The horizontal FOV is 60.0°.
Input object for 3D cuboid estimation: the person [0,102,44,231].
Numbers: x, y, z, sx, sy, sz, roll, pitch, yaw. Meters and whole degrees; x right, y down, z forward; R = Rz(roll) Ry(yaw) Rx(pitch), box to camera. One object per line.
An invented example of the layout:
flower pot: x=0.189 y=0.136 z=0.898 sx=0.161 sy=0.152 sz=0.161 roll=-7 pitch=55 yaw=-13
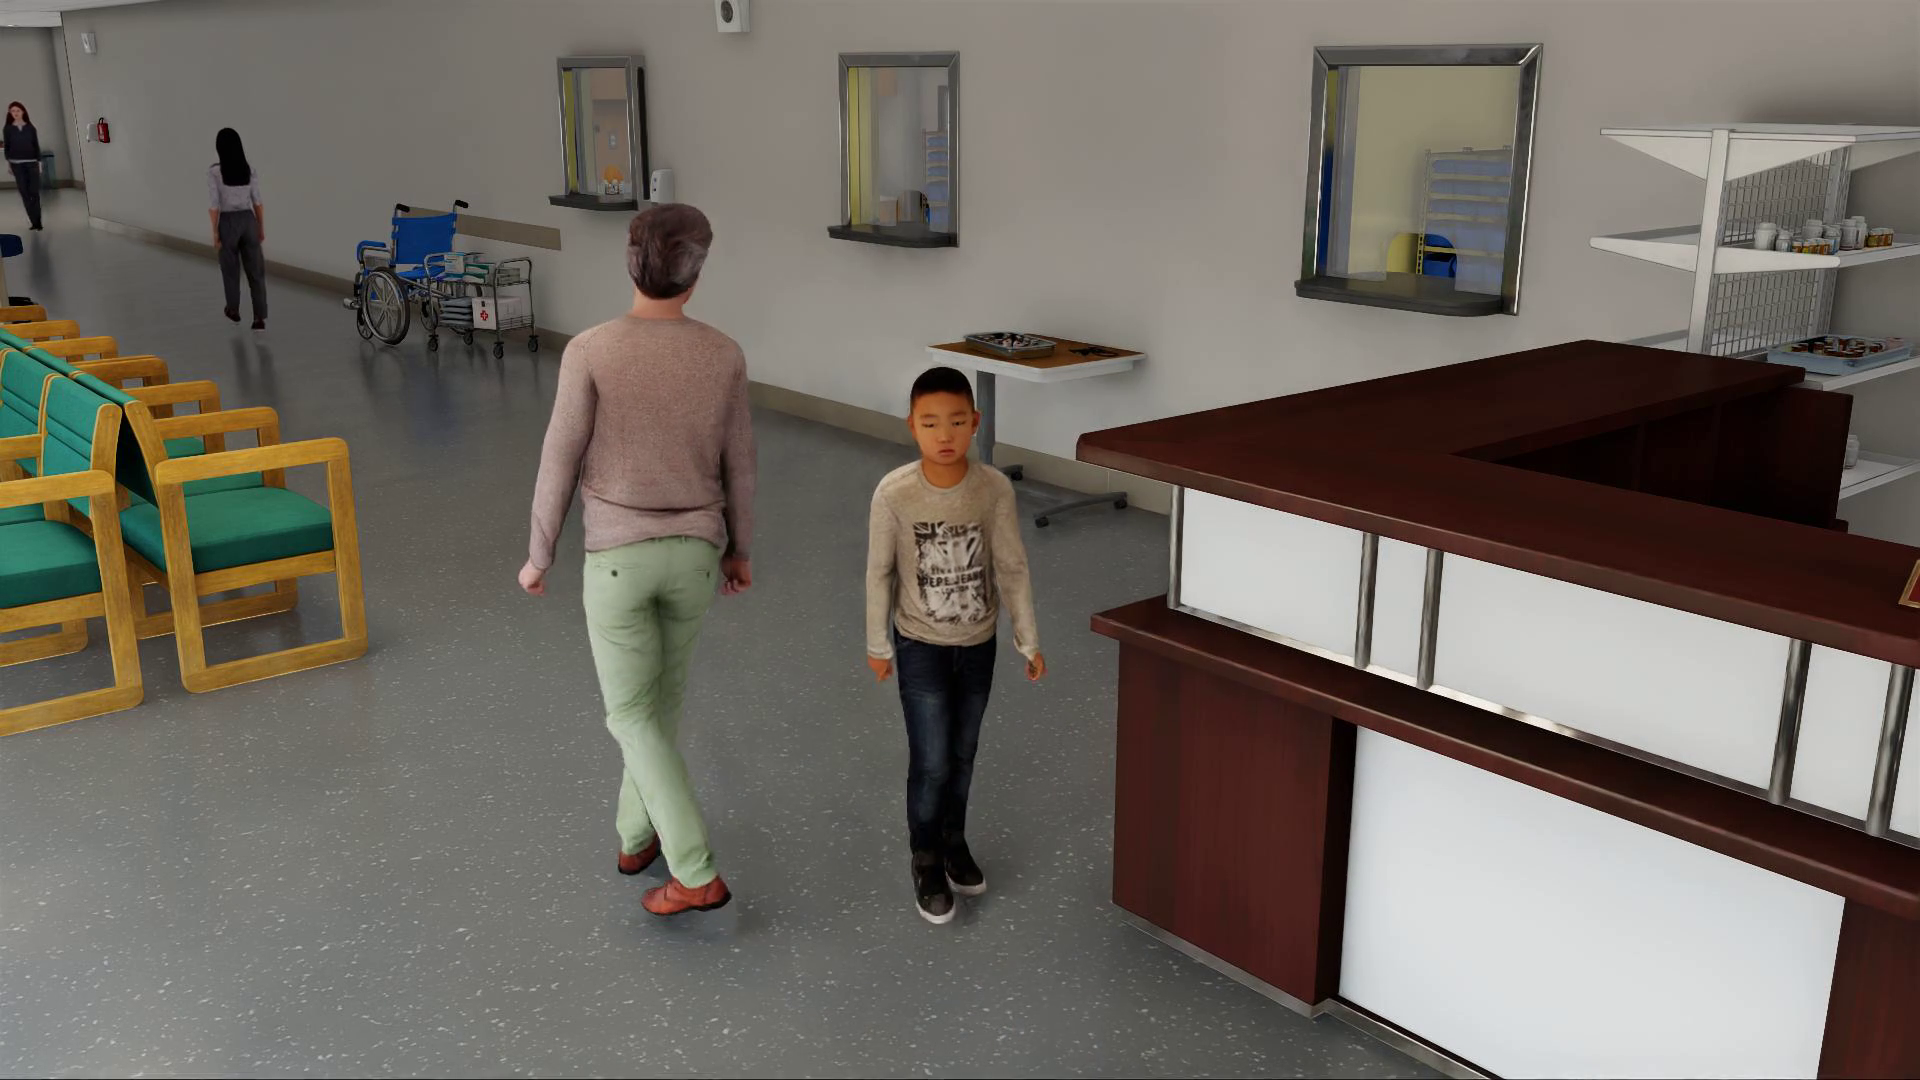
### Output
person: x=-13.052 y=-5.195 z=23.227 sx=0.929 sy=1.750 sz=0.825 roll=-6 pitch=17 yaw=-19

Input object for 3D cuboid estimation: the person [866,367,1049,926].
person: x=-0.063 y=0.252 z=4.457 sx=0.617 sy=1.450 sz=0.710 roll=-7 pitch=17 yaw=-23

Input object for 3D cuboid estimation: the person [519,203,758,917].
person: x=-0.752 y=0.100 z=4.260 sx=0.893 sy=1.851 sz=0.896 roll=-12 pitch=20 yaw=-37

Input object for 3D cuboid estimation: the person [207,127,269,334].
person: x=-6.036 y=-2.555 z=13.997 sx=1.062 sy=1.677 sz=0.717 roll=-11 pitch=19 yaw=-35
